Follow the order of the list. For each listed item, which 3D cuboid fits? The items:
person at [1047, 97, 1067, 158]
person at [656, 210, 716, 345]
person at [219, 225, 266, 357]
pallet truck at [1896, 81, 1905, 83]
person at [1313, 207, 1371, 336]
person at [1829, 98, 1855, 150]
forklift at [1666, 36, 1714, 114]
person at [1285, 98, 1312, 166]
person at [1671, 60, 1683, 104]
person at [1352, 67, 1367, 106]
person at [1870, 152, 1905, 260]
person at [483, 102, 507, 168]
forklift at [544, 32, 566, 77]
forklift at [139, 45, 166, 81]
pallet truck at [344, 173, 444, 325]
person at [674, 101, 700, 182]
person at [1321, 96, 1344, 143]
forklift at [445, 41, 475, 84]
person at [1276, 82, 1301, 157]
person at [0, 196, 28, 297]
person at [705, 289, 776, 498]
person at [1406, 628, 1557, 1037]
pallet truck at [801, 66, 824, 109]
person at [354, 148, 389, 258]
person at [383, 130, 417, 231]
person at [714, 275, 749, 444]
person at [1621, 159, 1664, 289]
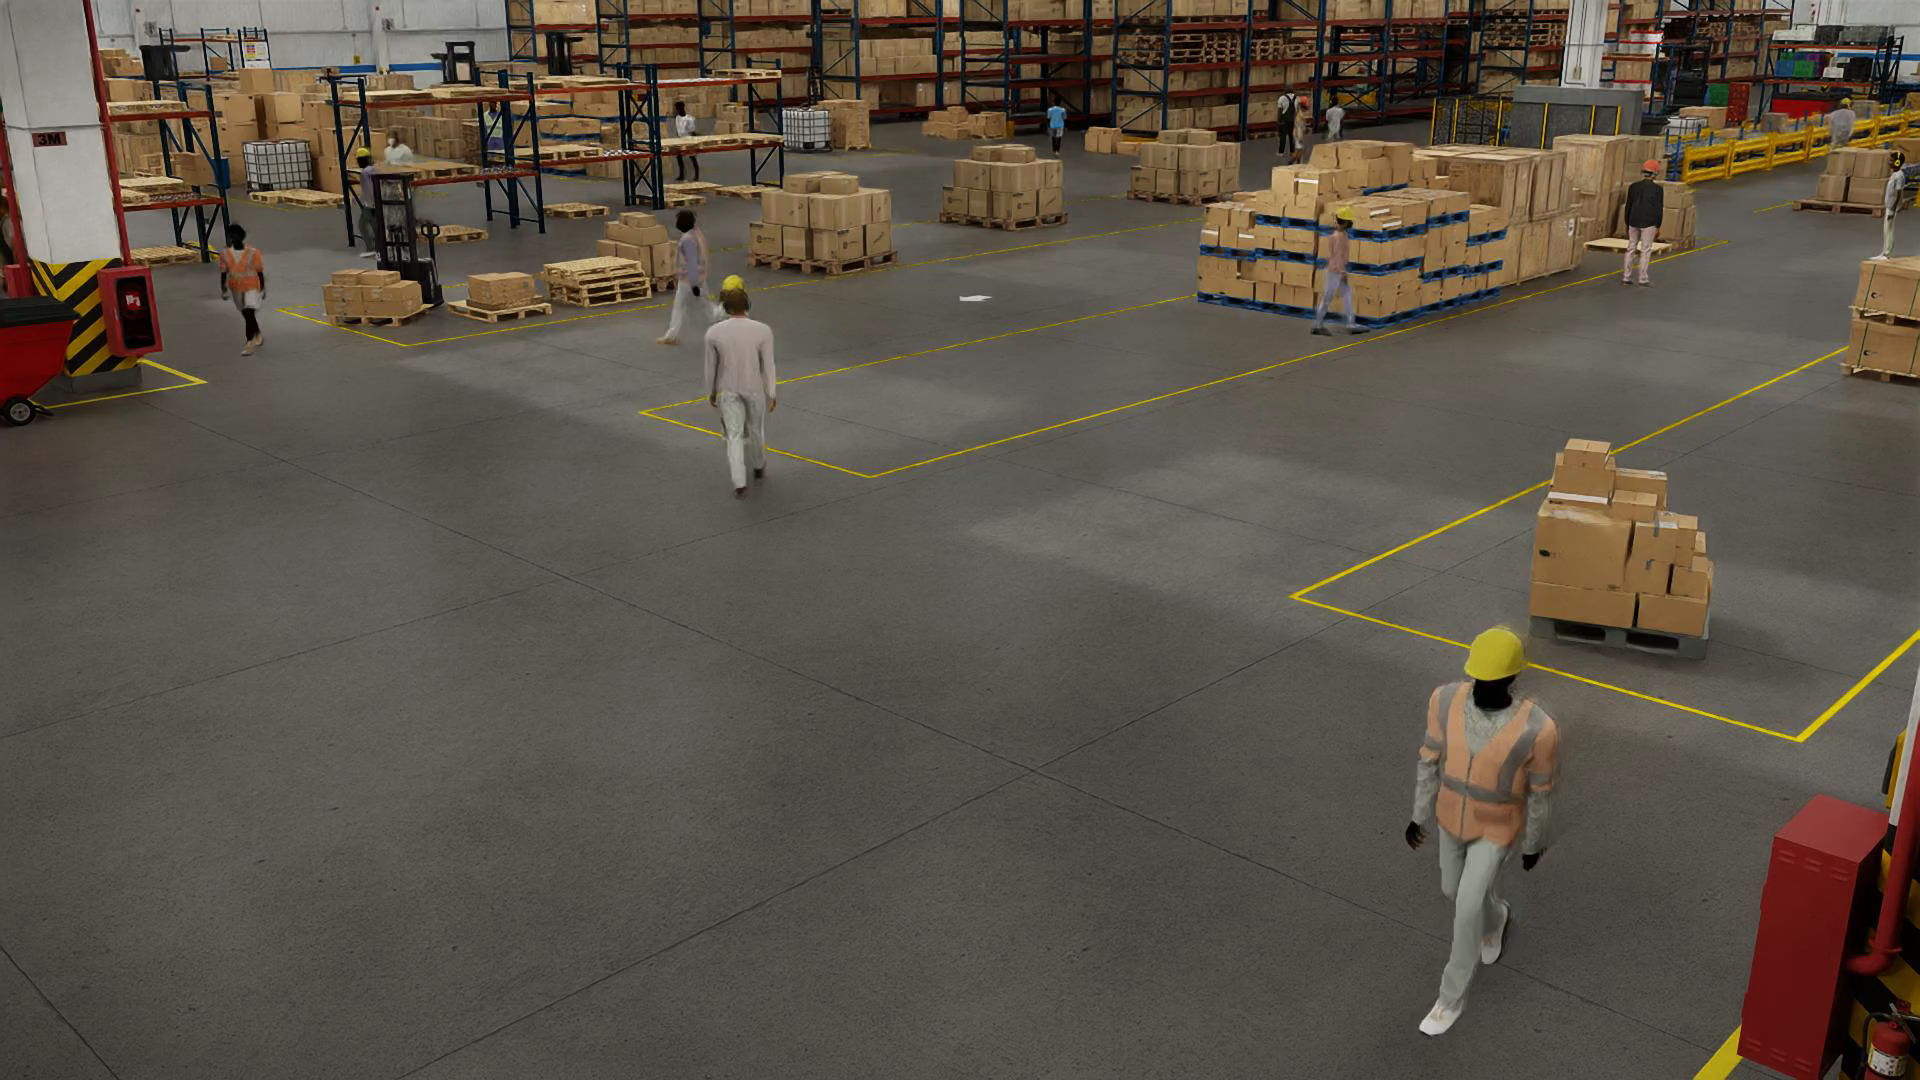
[{"bbox_3d":[2.703,-11.498,46.341,0.540,1.655,0.863,3,19,8],"label":"person"},{"bbox_3d":[-3.516,-3.439,21.856,0.980,1.798,0.617,2,18,6],"label":"person"},{"bbox_3d":[-9.255,-3.265,21.530,0.538,1.658,0.862,0,18,0],"label":"person"},{"bbox_3d":[34.802,-16.331,61.455,0.653,1.274,1.630,17,25,41],"label":"pallet truck"},{"bbox_3d":[5.179,-3.600,22.423,0.769,1.736,0.538,10,21,27],"label":"person"},{"bbox_3d":[23.074,-10.634,43.515,0.626,1.788,0.889,15,24,39],"label":"person"},{"bbox_3d":[27.341,-17.291,61.877,1.129,2.768,1.873,17,25,41],"label":"forklift"},{"bbox_3d":[8.603,-10.280,42.317,0.661,1.903,0.620,6,19,18],"label":"person"},{"bbox_3d":[27.698,-17.517,64.056,0.614,1.925,0.645,-9,20,-26],"label":"person"},{"bbox_3d":[15.653,-17.667,65.020,0.503,1.595,0.813,-4,19,-12],"label":"person"},{"bbox_3d":[15.948,-5.688,28.502,0.310,1.868,0.533,7,20,20],"label":"person"},{"bbox_3d":[-11.558,-9.997,41.406,0.593,1.919,0.392,-1,18,-3],"label":"person"},{"bbox_3d":[-16.496,-19.296,67.919,1.129,2.768,1.873,17,25,41],"label":"forklift"},{"bbox_3d":[-25.287,-14.121,52.325,1.129,2.768,1.873,17,25,41],"label":"forklift"},{"bbox_3d":[-8.209,-4.181,23.757,0.823,1.965,1.885,3,19,9],"label":"pallet truck"},{"bbox_3d":[-6.677,-9.633,40.288,0.757,1.916,0.849,13,22,34],"label":"person"},{"bbox_3d":[9.711,-10.677,43.555,0.565,1.848,0.670,-7,20,-20],"label":"person"},{"bbox_3d":[-16.757,-15.402,56.186,1.873,2.768,1.129,17,25,41],"label":"forklift"},{"bbox_3d":[9.160,-11.791,46.619,0.689,2.000,0.537,-5,19,-16],"label":"person"},{"bbox_3d":[-13.110,-3.843,23.050,0.404,1.801,0.622,-10,21,-26],"label":"person"},{"bbox_3d":[-2.048,-1.401,15.564,0.639,1.885,1.002,-3,19,-8],"label":"person"},{"bbox_3d":[2.392,1.248,7.572,0.870,1.897,0.589,-17,25,-42],"label":"person"},{"bbox_3d":[-4.812,-15.182,56.903,0.823,1.965,1.885,-9,21,-26],"label":"pallet truck"},{"bbox_3d":[-10.342,-5.851,28.944,0.674,1.890,0.605,-2,19,-7],"label":"person"},{"bbox_3d":[-10.874,-6.963,32.251,0.660,1.923,0.440,8,20,22],"label":"person"},{"bbox_3d":[-2.310,-1.863,17.175,0.486,1.743,0.299,13,22,34],"label":"person"},{"bbox_3d":[10.724,-4.954,26.089,0.388,1.992,0.625,-13,22,-34],"label":"person"}]
